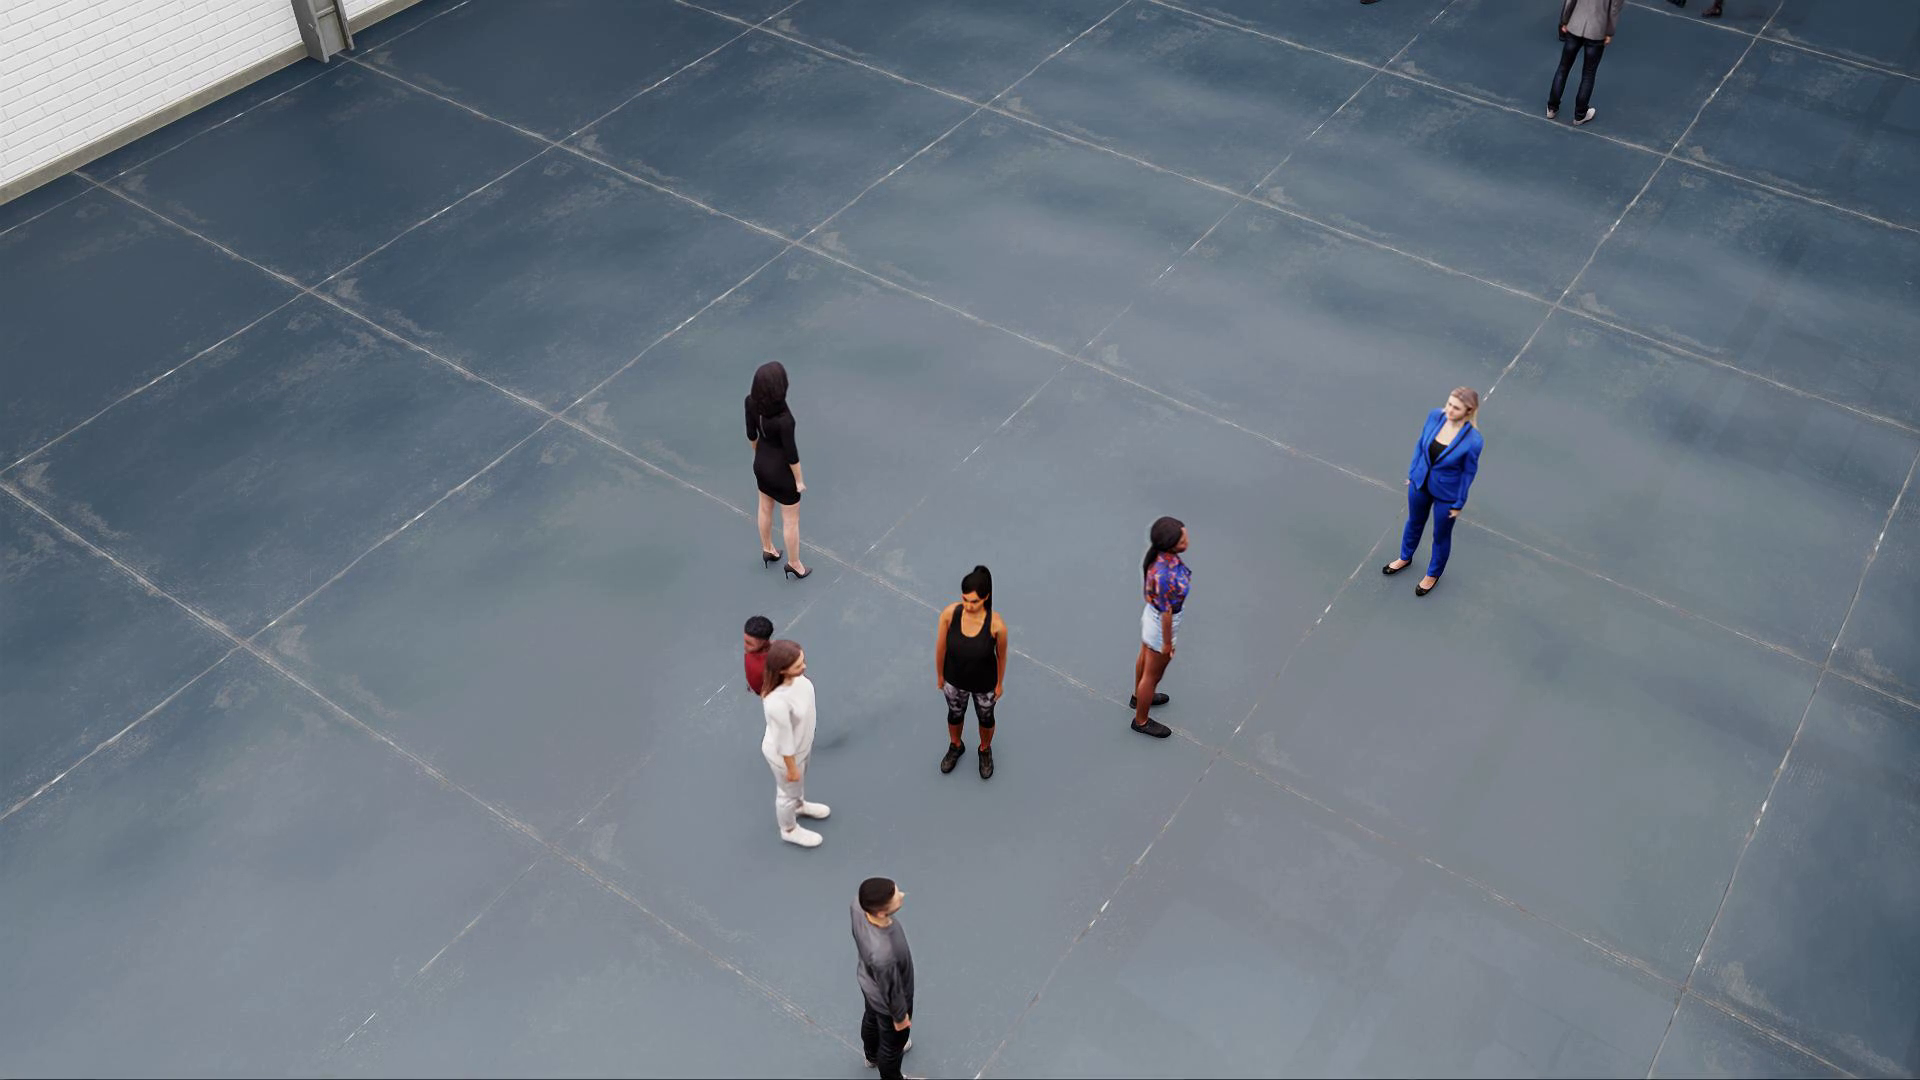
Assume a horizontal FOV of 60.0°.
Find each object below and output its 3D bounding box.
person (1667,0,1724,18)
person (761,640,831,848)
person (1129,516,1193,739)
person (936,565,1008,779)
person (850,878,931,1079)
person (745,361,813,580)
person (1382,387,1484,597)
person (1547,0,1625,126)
[{"bbox_3d":[8.154,-6.182,17.749,0.774,1.240,0.838,6,44,6],"label":"person"},{"bbox_3d":[-1.001,1.168,9.709,0.753,1.688,0.650,3,44,4],"label":"person"},{"bbox_3d":[1.243,0.517,10.353,0.731,1.743,0.628,1,44,1],"label":"person"},{"bbox_3d":[0.073,0.807,10.108,0.648,1.660,0.641,7,44,8],"label":"person"},{"bbox_3d":[-0.385,2.276,8.493,0.715,1.761,0.702,-16,46,-16],"label":"person"},{"bbox_3d":[-1.254,-0.459,11.332,0.607,1.805,0.513,31,52,29],"label":"person"},{"bbox_3d":[3.255,-0.355,11.299,0.631,1.700,0.670,-29,51,-27],"label":"person"},{"bbox_3d":[6.027,-4.905,15.950,0.674,1.874,0.584,27,50,26],"label":"person"}]
